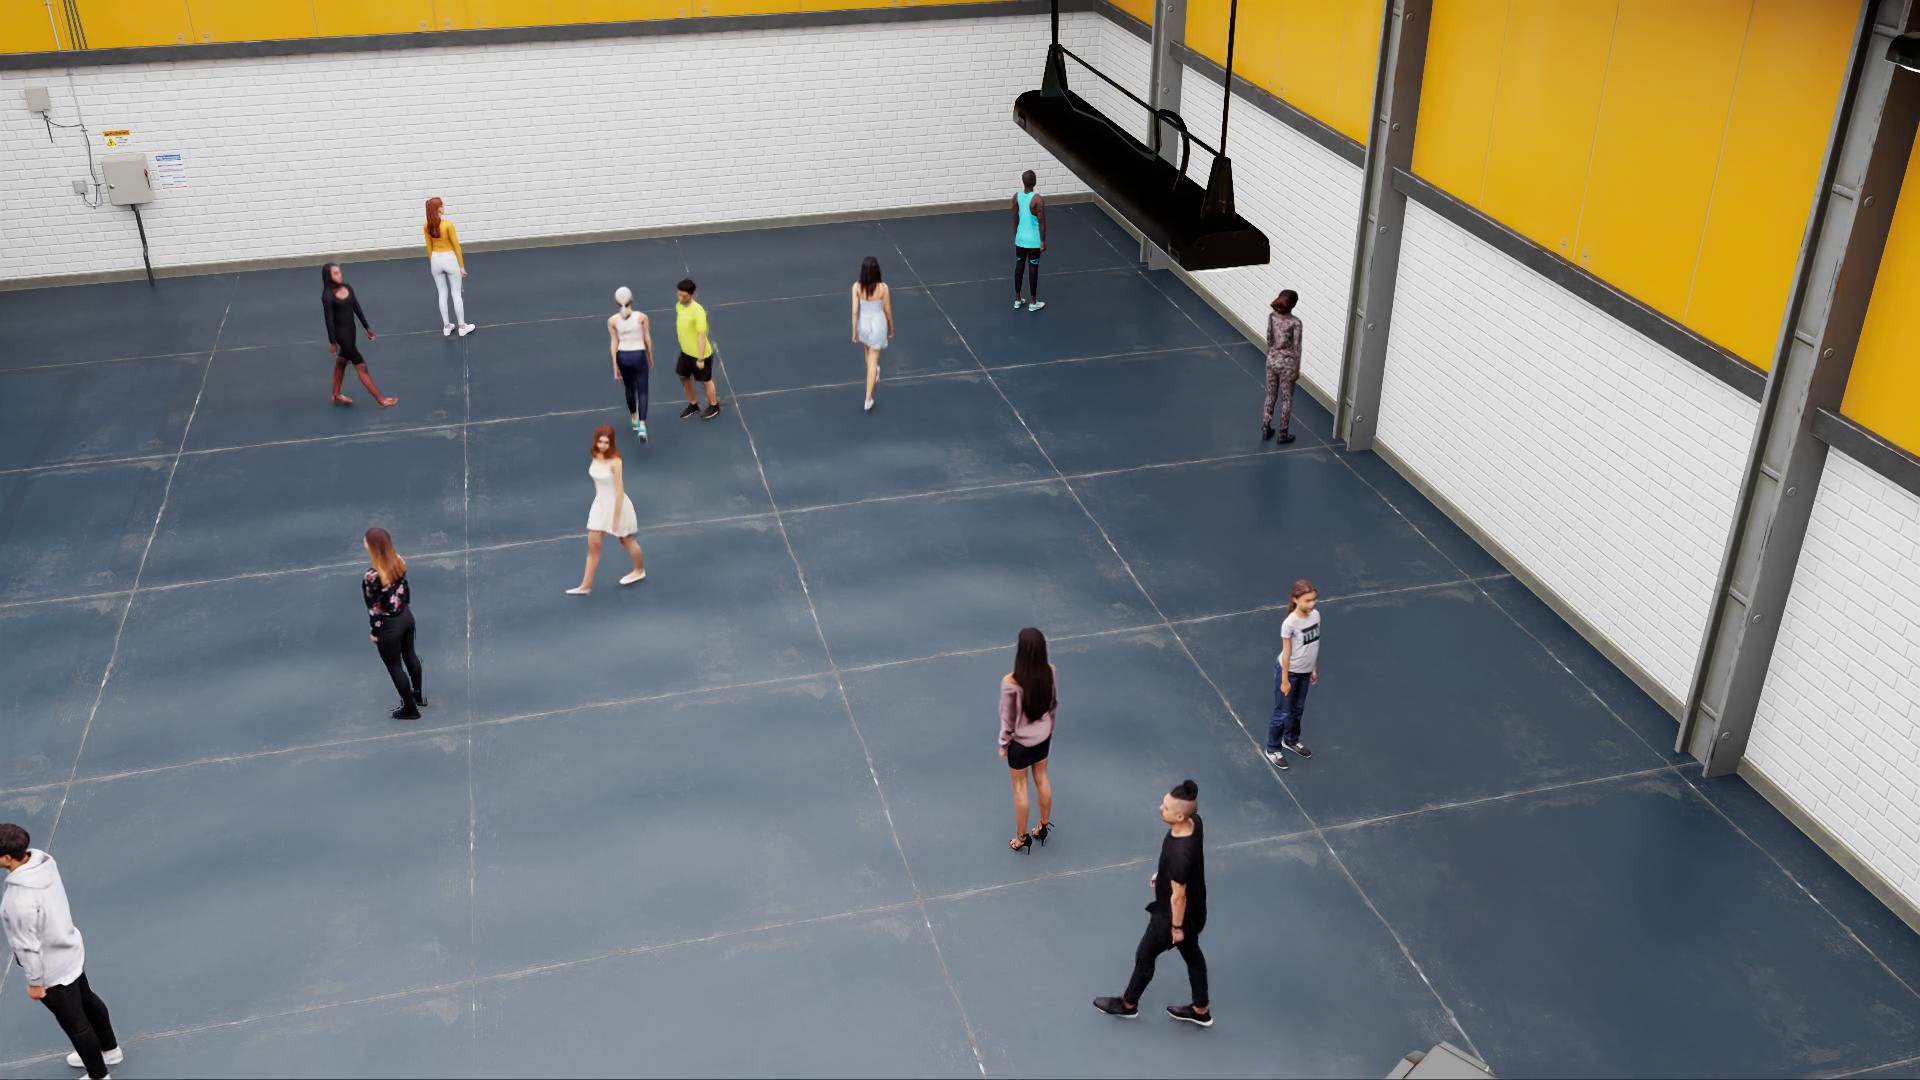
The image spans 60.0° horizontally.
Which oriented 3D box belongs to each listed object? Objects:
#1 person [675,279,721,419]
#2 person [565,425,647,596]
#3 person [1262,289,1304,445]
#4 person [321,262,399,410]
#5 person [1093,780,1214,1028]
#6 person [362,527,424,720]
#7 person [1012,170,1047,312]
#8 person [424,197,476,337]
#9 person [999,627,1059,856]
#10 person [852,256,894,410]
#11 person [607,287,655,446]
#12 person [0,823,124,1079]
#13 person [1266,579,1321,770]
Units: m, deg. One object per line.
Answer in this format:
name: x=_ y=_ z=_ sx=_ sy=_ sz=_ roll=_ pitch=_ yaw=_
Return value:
person: x=-2.866 y=-2.111 z=18.238 sx=0.879 sy=1.662 sz=0.822 roll=-23 pitch=36 yaw=-35
person: x=-3.032 y=-0.299 z=14.913 sx=1.066 sy=1.664 sz=1.010 roll=26 pitch=38 yaw=38
person: x=3.425 y=-1.860 z=17.724 sx=0.728 sy=1.713 sz=0.639 roll=-25 pitch=37 yaw=-38
person: x=-6.902 y=-2.251 z=18.483 sx=1.038 sy=1.672 sz=1.172 roll=6 pitch=29 yaw=12
person: x=1.409 y=2.230 z=10.095 sx=1.062 sy=1.839 sz=1.061 roll=9 pitch=30 yaw=17
person: x=-4.474 y=0.647 z=13.157 sx=0.758 sy=1.685 sz=0.680 roll=11 pitch=31 yaw=20
person: x=0.865 y=-3.831 z=21.235 sx=0.676 sy=1.811 sz=0.740 roll=16 pitch=32 yaw=27
person: x=-6.327 y=-3.368 z=20.451 sx=0.679 sy=1.750 sz=0.677 roll=4 pitch=29 yaw=7
person: x=0.484 y=1.407 z=11.632 sx=0.683 sy=1.811 sz=0.629 roll=-17 pitch=33 yaw=-28
person: x=-0.991 y=-2.279 z=18.527 sx=0.888 sy=1.679 sz=1.220 roll=3 pitch=29 yaw=6
person: x=-3.476 y=-1.829 z=17.709 sx=0.720 sy=1.673 sz=1.169 roll=-3 pitch=29 yaw=-5
person: x=-5.244 y=2.419 z=9.658 sx=0.728 sy=1.925 sz=0.529 roll=-9 pitch=30 yaw=-16
person: x=2.551 y=0.985 z=12.665 sx=0.606 sy=1.563 sz=0.624 roll=-20 pitch=34 yaw=-32
